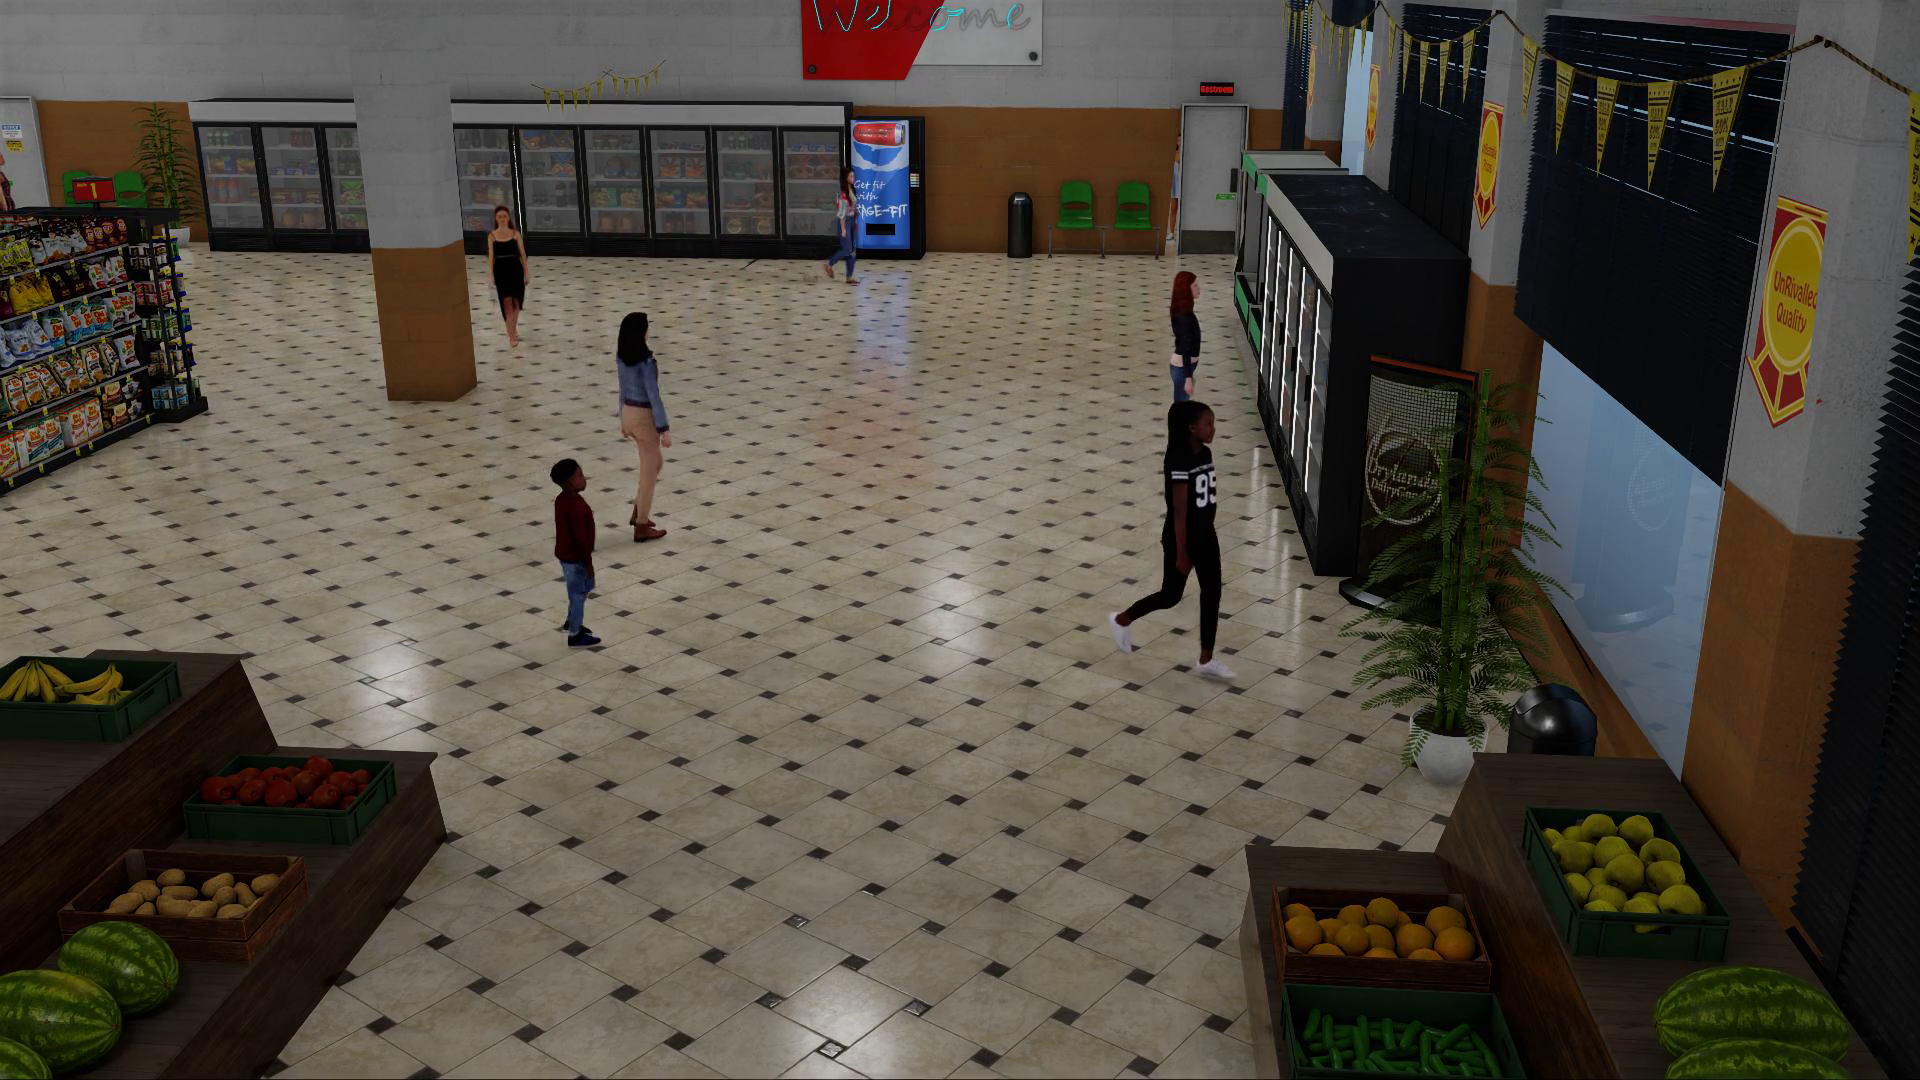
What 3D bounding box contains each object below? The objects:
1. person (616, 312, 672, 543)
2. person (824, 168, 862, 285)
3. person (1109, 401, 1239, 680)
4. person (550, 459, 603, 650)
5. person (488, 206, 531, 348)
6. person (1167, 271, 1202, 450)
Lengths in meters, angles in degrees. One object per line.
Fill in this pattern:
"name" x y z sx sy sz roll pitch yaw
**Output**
"person" -2.458 -0.821 12.471 0.802 1.761 0.745 -16 24 -39
"person" -1.657 -4.384 23.287 0.816 1.601 0.811 9 21 25
"person" 1.311 0.013 10.085 1.046 1.705 1.104 14 23 35
"person" -2.504 0.099 10.547 0.648 1.246 0.562 -10 21 -26
"person" -5.271 -3.085 19.462 0.892 1.583 1.167 -7 20 -19
"person" 1.897 -1.392 14.125 0.647 1.786 0.500 3 19 10
